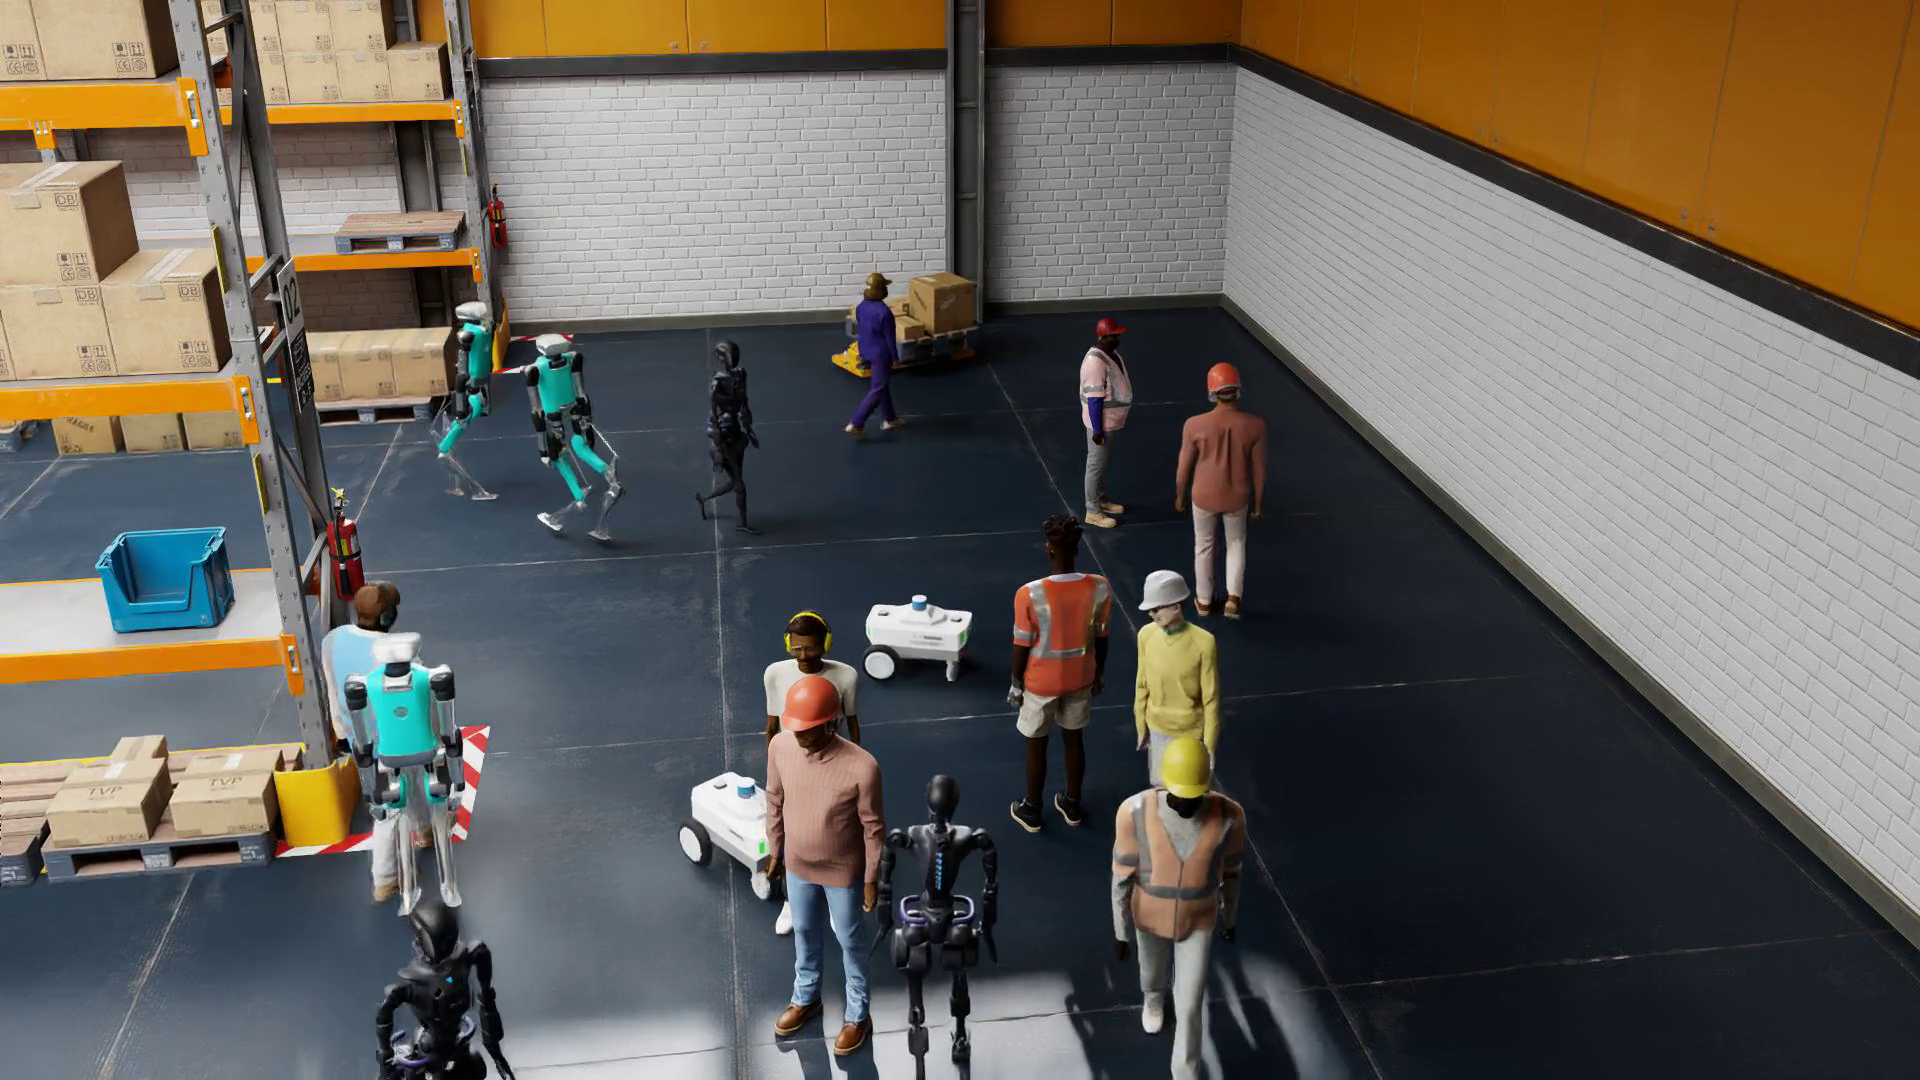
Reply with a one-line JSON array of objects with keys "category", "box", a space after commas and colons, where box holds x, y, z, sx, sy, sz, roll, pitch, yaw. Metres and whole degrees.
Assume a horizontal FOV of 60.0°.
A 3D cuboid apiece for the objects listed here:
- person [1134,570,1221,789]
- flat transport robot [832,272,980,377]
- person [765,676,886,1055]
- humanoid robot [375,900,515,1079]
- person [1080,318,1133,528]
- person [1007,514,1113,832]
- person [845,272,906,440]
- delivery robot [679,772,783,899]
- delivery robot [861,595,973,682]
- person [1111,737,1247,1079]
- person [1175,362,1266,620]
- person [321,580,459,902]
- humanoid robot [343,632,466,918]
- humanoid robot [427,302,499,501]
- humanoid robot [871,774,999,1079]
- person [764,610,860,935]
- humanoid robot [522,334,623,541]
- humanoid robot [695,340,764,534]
[{"category": "person", "box": [1.184, 1.038, 9.085, 0.519, 1.847, 0.728, 8, 25, 18]}, {"category": "flat transport robot", "box": [-0.607, -2.039, 18.042, 1.431, 0.231, 0.659, -15, 28, -30]}, {"category": "person", "box": [-0.645, 1.518, 7.794, 0.618, 1.992, 0.394, 12, 26, 25]}, {"category": "humanoid robot", "box": [-2.141, 2.151, 6.754, 0.410, 1.647, 0.590, 17, 29, 34]}, {"category": "person", "box": [1.211, -0.986, 13.795, 0.420, 1.756, 0.604, 7, 25, 17]}, {"category": "person", "box": [0.566, 0.776, 9.545, 0.612, 1.951, 0.388, -10, 25, -21]}, {"category": "person", "box": [-0.816, -1.737, 15.697, 0.759, 1.596, 0.464, -17, 29, -34]}, {"category": "delivery robot", "box": [-1.204, 1.617, 9.372, 0.499, 0.606, 0.805, -21, 31, -39]}, {"category": "delivery robot", "box": [-0.308, 0.671, 11.525, 0.776, 0.605, 0.513, 4, 24, 10]}, {"category": "person", "box": [0.980, 1.665, 7.593, 0.591, 1.886, 0.955, 2, 24, 5]}, {"category": "person", "box": [1.880, -0.322, 12.012, 0.633, 1.972, 0.591, -1, 24, -2]}, {"category": "person", "box": [-3.034, 1.031, 9.125, 0.644, 1.808, 0.852, 14, 27, 28]}, {"category": "humanoid robot", "box": [-2.871, 1.162, 8.757, 0.534, 1.678, 0.734, -6, 24, -14]}, {"category": "humanoid robot", "box": [-4.339, -1.182, 14.262, 0.815, 1.760, 0.541, 5, 24, 11]}, {"category": "humanoid robot", "box": [-0.118, 1.790, 7.609, 0.588, 1.650, 0.641, -1, 24, -3]}, {"category": "person", "box": [-0.756, 1.211, 8.647, 0.514, 1.872, 0.335, 0, 24, 0]}, {"category": "humanoid robot", "box": [-3.067, -0.762, 13.275, 1.013, 1.719, 0.551, 20, 30, 37]}, {"category": "humanoid robot", "box": [-1.948, -0.860, 13.635, 0.699, 1.623, 0.603, 9, 25, 20]}]
